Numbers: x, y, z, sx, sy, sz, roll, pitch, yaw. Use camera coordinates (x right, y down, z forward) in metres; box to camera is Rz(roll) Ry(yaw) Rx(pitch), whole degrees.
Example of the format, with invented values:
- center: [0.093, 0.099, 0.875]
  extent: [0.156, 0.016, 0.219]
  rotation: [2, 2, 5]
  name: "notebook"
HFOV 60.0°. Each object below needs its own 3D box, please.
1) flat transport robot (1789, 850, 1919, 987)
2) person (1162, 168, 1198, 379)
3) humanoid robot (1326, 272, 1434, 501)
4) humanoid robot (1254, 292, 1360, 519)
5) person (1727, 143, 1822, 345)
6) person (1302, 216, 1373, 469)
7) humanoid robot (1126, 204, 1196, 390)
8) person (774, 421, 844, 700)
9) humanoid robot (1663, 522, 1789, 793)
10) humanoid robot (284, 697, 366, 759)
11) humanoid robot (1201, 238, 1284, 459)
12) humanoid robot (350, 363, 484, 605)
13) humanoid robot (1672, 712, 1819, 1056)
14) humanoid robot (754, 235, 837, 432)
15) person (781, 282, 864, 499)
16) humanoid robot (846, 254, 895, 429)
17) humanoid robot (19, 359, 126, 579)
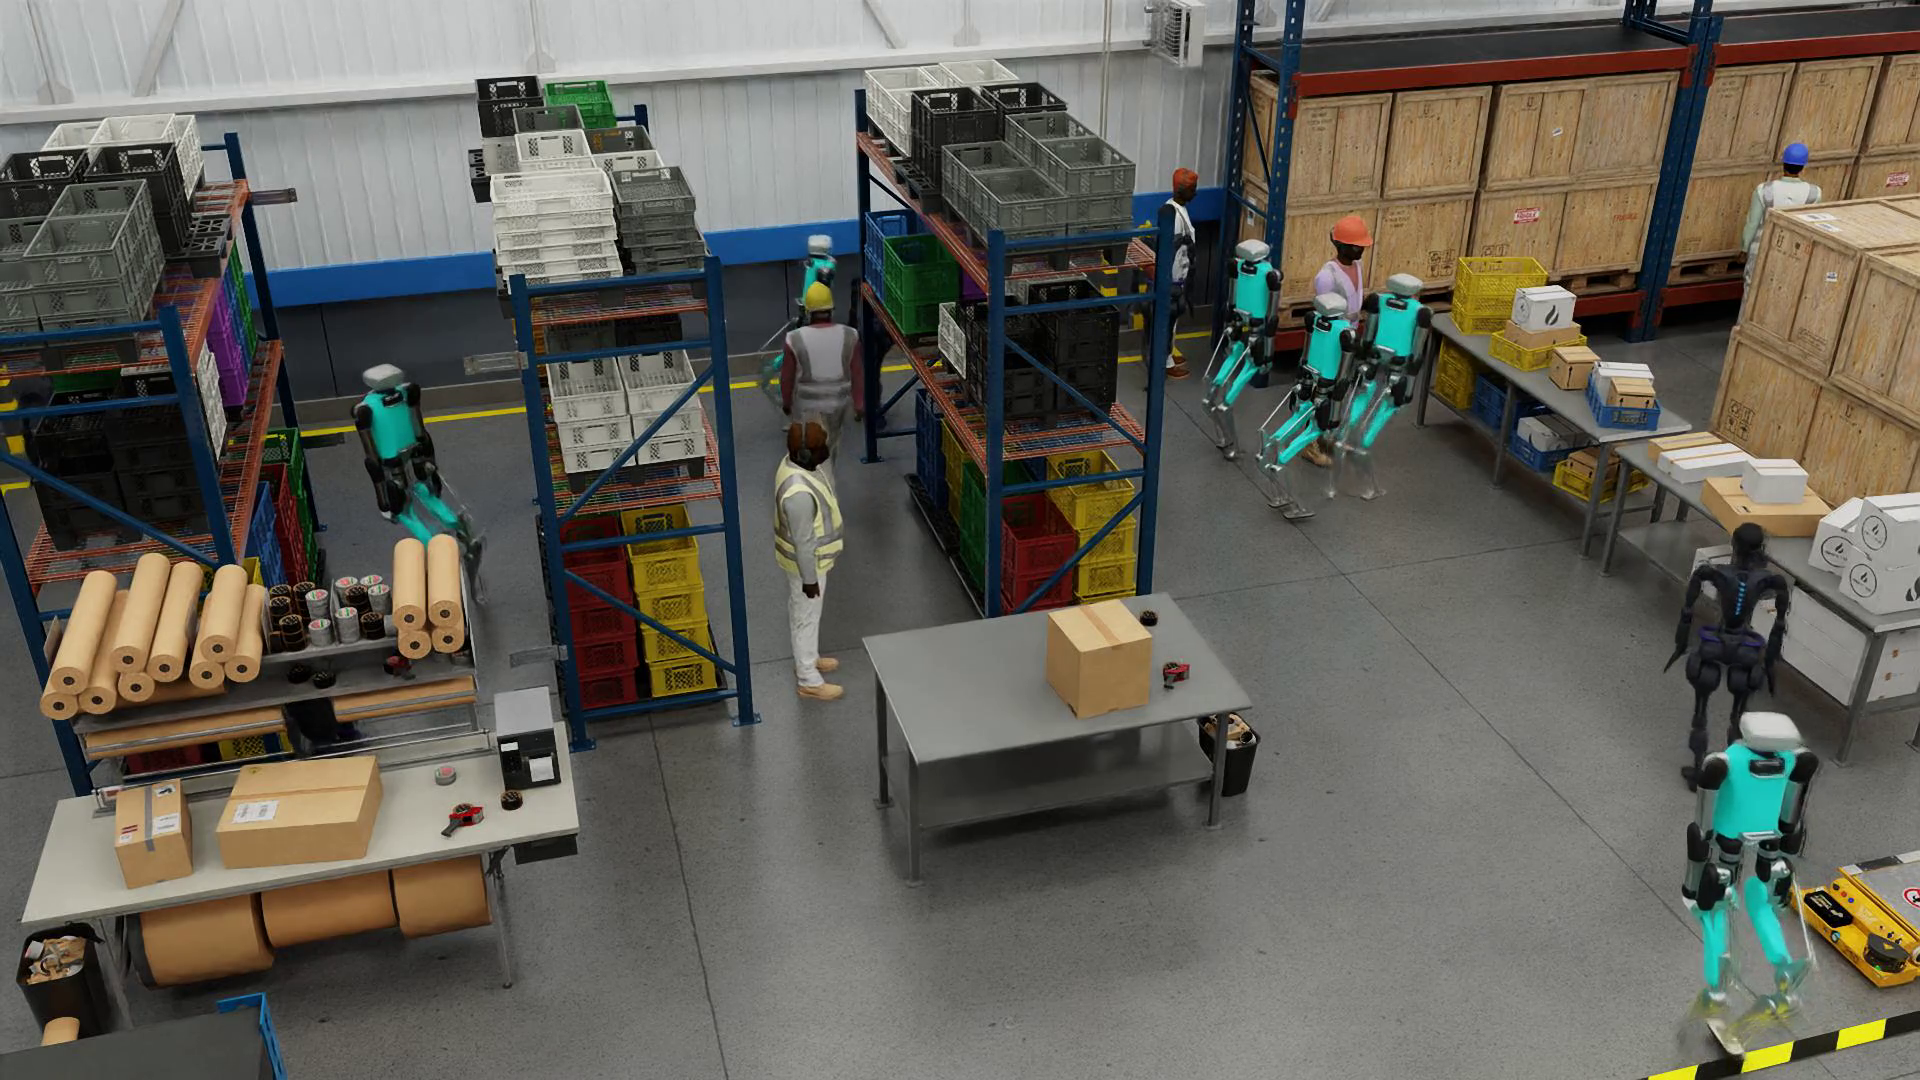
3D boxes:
- center: [5.163, 1.916, 8.676]
  extent: [1.431, 0.231, 0.659]
  rotation: [-8, 30, -14]
  name: "flat transport robot"
- center: [1.920, -2.375, 14.803]
  extent: [0.357, 1.887, 0.571]
  rotation: [2, 29, 4]
  name: "person"
- center: [3.119, -1.078, 12.618]
  extent: [0.535, 1.790, 0.808]
  rotation: [21, 35, 33]
  name: "humanoid robot"
- center: [2.485, -0.963, 12.287]
  extent: [0.742, 1.693, 0.530]
  rotation: [-13, 31, -23]
  name: "humanoid robot"
- center: [7.479, -2.675, 15.286]
  extent: [0.610, 1.945, 0.403]
  rotation: [5, 29, 10]
  name: "person"
- center: [2.999, -1.579, 13.195]
  extent: [0.367, 2.044, 0.607]
  rotation: [19, 34, 31]
  name: "person"
- center: [1.775, -2.137, 14.604]
  extent: [0.602, 1.657, 0.601]
  rotation: [0, 29, -1]
  name: "humanoid robot"
- center: [-0.928, 0.110, 10.329]
  extent: [0.431, 1.844, 0.622]
  rotation: [-3, 29, -5]
  name: "person"
- center: [4.367, 0.680, 9.474]
  extent: [0.592, 1.641, 0.400]
  rotation: [10, 30, 17]
  name: "humanoid robot"
- center: [-3.269, 1.203, 8.566]
  extent: [0.788, 1.624, 0.609]
  rotation: [4, 29, 7]
  name: "humanoid robot"
- center: [2.166, -1.489, 13.316]
  extent: [0.677, 1.780, 0.546]
  rotation: [-21, 35, -33]
  name: "humanoid robot"
- center: [-3.561, -0.291, 11.146]
  extent: [0.755, 1.767, 0.530]
  rotation: [16, 33, 26]
  name: "humanoid robot"
- center: [3.619, 1.710, 7.569]
  extent: [0.539, 1.817, 0.752]
  rotation: [-3, 29, -5]
  name: "humanoid robot"
- center: [-1.385, -1.574, 13.537]
  extent: [0.827, 1.798, 0.532]
  rotation: [-7, 30, -12]
  name: "humanoid robot"
- center: [-1.039, -1.072, 12.534]
  extent: [0.601, 1.787, 0.923]
  rotation: [-9, 30, -16]
  name: "person"
- center: [-0.741, -1.709, 13.846]
  extent: [0.345, 1.660, 0.605]
  rotation: [20, 35, 32]
  name: "humanoid robot"
- center: [-6.295, -0.584, 11.797]
  extent: [0.615, 1.629, 0.743]
  rotation: [-9, 30, -15]
  name: "humanoid robot"
